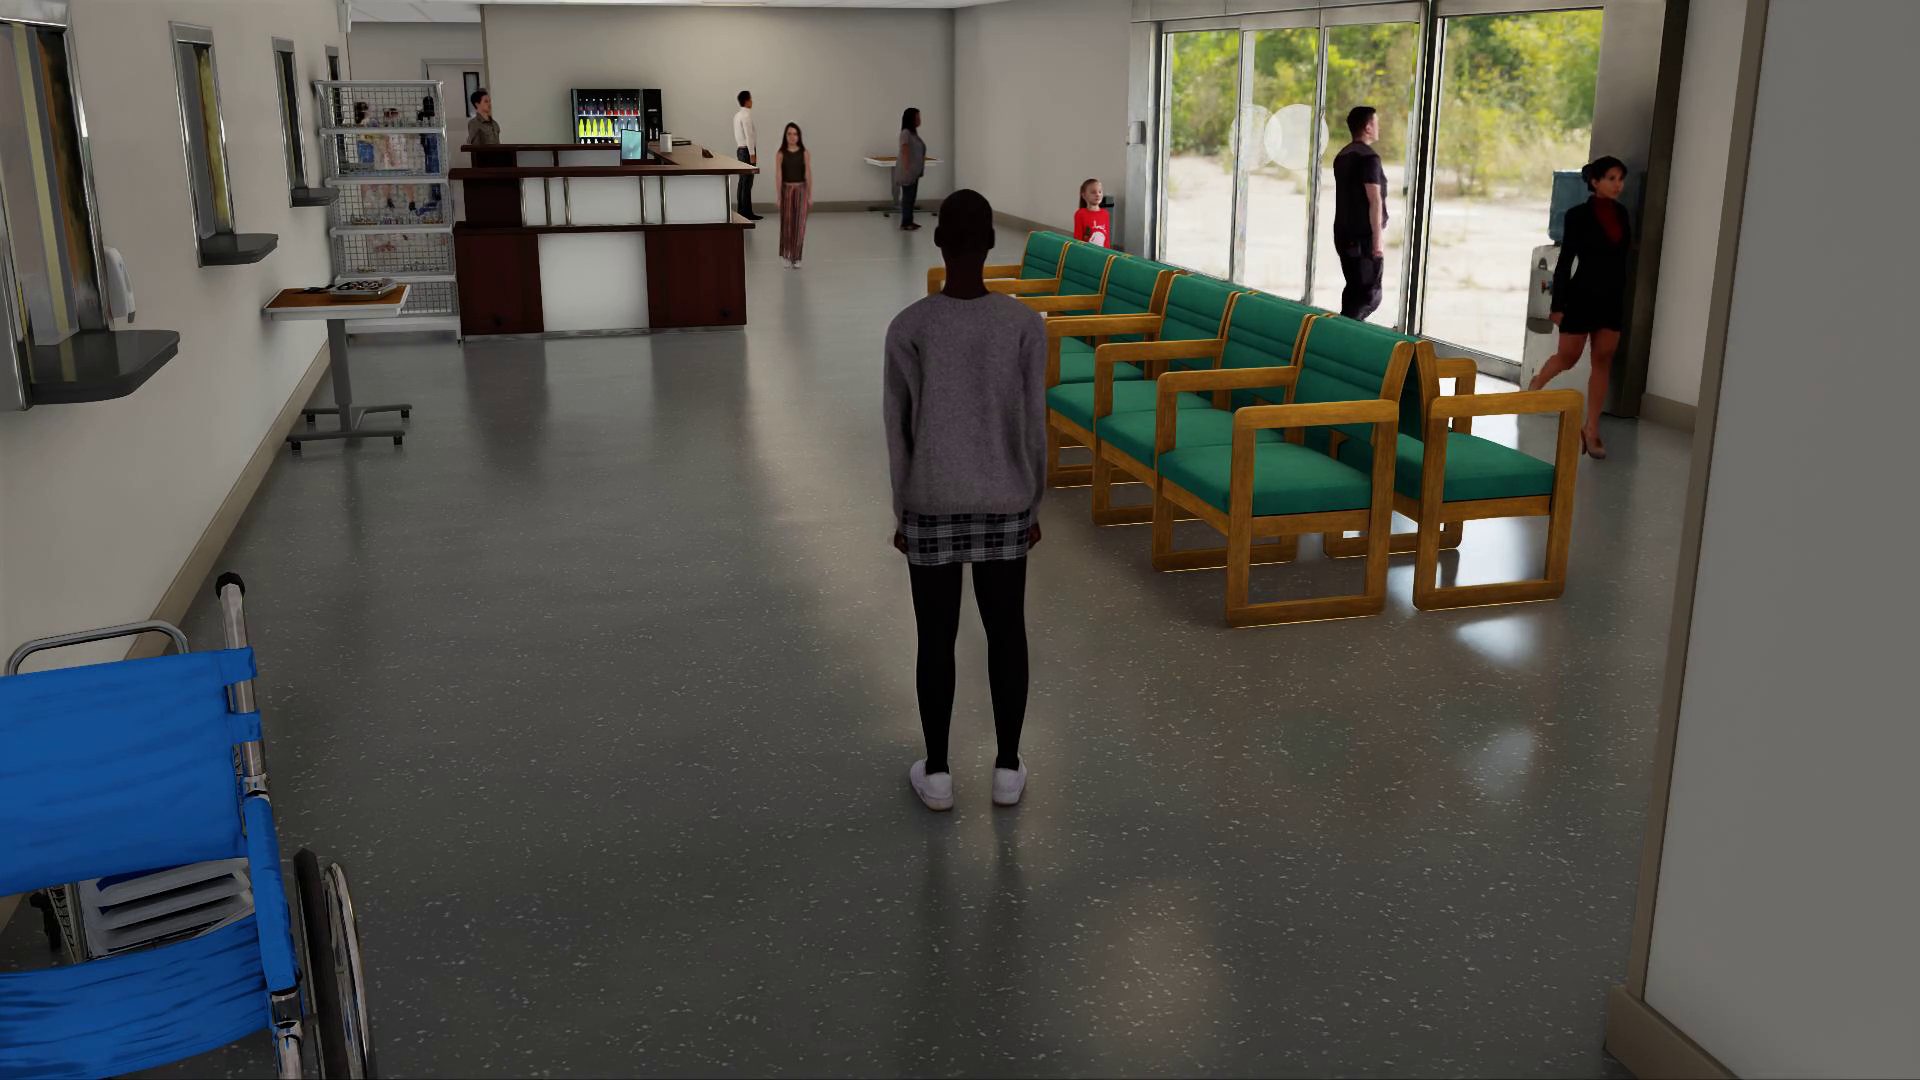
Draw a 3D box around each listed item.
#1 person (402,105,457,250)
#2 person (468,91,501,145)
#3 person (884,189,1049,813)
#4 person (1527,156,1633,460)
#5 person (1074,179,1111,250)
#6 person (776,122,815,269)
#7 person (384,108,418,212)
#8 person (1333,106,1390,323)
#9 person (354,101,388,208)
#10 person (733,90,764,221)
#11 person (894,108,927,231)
[{"bbox_3d":[-6.271,-4.255,19.625,1.033,1.684,0.710,-7,17,-22],"label":"person"},{"bbox_3d":[-5.415,-4.178,19.018,0.781,1.865,0.793,4,16,14],"label":"person"},{"bbox_3d":[0.021,-0.095,4.708,0.521,1.772,0.700,-2,16,-6],"label":"person"},{"bbox_3d":[3.428,-1.278,9.179,0.825,1.623,0.634,-4,16,-14],"label":"person"},{"bbox_3d":[1.014,-2.151,12.906,0.527,1.281,0.616,-10,19,-32],"label":"person"},{"bbox_3d":[-1.772,-3.697,17.902,0.648,1.546,0.674,-1,16,-4],"label":"person"},{"bbox_3d":[-8.531,-5.699,25.076,1.072,1.506,0.917,-15,21,-42],"label":"person"},{"bbox_3d":[2.786,-2.124,11.778,0.860,1.841,0.780,-3,16,-10],"label":"person"},{"bbox_3d":[-9.266,-5.942,25.778,1.064,1.593,1.106,8,18,27],"label":"person"},{"bbox_3d":[-3.086,-5.536,23.934,0.607,1.813,0.689,-7,17,-24],"label":"person"},{"bbox_3d":[-0.691,-5.009,22.444,0.778,1.606,0.743,2,16,8],"label":"person"}]
